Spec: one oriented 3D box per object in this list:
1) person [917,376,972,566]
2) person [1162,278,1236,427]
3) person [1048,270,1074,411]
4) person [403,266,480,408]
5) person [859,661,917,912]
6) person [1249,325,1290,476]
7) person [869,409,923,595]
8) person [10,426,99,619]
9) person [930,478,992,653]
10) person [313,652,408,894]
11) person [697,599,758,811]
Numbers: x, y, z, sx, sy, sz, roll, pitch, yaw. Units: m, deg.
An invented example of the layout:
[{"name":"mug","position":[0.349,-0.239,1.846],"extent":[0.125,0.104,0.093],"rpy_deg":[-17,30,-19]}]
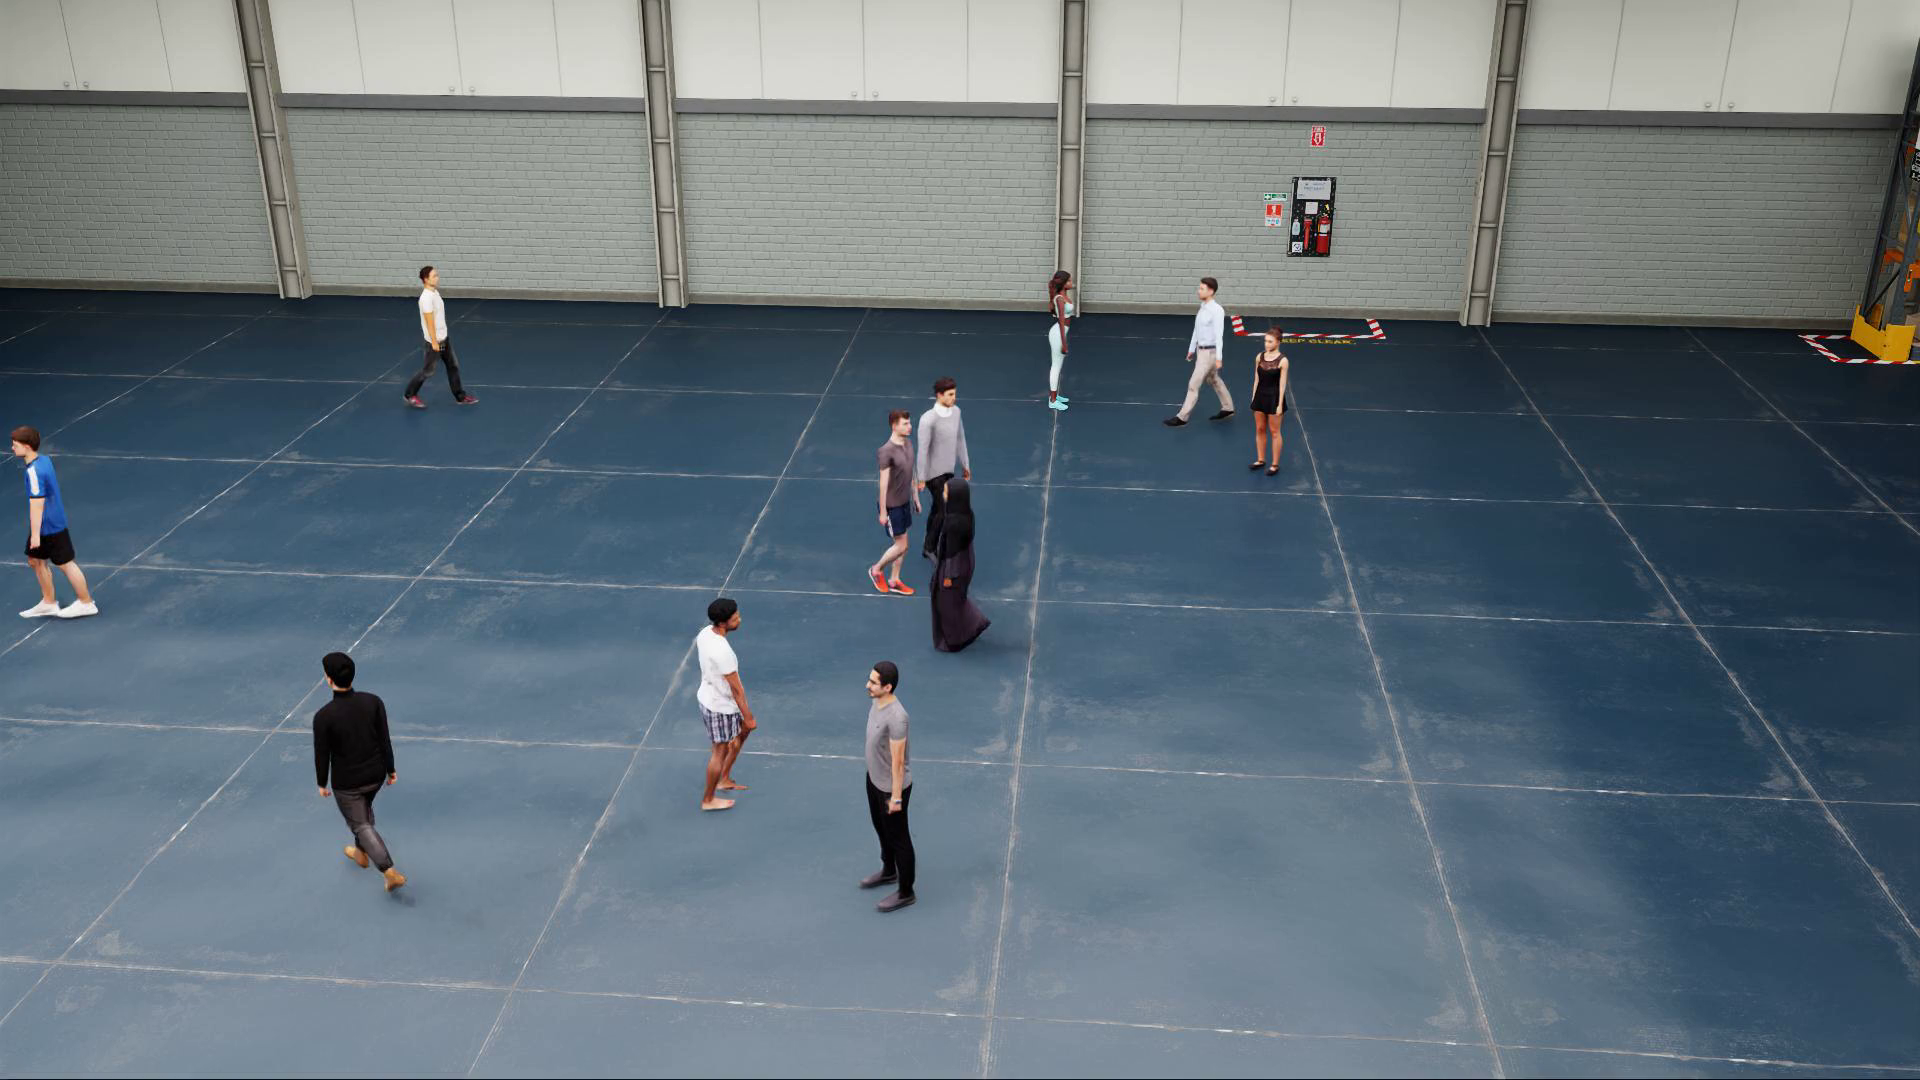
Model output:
[{"name":"person","position":[-0.283,-0.687,16.174],"extent":[0.848,1.905,0.844],"rpy_deg":[15,27,31]},{"name":"person","position":[3.036,-2.225,19.926],"extent":[1.310,1.799,0.979],"rpy_deg":[-7,24,-15]},{"name":"person","position":[1.237,-2.502,20.673],"extent":[0.528,1.724,0.559],"rpy_deg":[1,23,3]},{"name":"person","position":[-6.579,-2.478,20.560],"extent":[1.171,1.769,0.756],"rpy_deg":[-1,23,-1]},{"name":"person","position":[-0.466,1.592,11.009],"extent":[0.703,1.753,0.700],"rpy_deg":[-10,25,-22]},{"name":"person","position":[3.459,-1.570,18.539],"extent":[0.745,1.679,0.675],"rpy_deg":[-21,31,-40]},{"name":"person","position":[-0.668,-0.354,15.474],"extent":[0.825,1.840,0.787],"rpy_deg":[12,26,26]},{"name":"person","position":[-8.111,-0.155,14.996],"extent":[1.020,1.848,0.938],"rpy_deg":[-13,26,-28]},{"name":"person","position":[0.034,0.220,14.426],"extent":[0.814,1.602,0.651],"rpy_deg":[5,23,10]},{"name":"person","position":[-3.987,1.577,11.108],"extent":[1.175,1.702,1.036],"rpy_deg":[18,29,36]},{"name":"person","position":[-1.802,1.220,11.954],"extent":[0.797,1.698,0.769],"rpy_deg":[-9,25,-20]}]
